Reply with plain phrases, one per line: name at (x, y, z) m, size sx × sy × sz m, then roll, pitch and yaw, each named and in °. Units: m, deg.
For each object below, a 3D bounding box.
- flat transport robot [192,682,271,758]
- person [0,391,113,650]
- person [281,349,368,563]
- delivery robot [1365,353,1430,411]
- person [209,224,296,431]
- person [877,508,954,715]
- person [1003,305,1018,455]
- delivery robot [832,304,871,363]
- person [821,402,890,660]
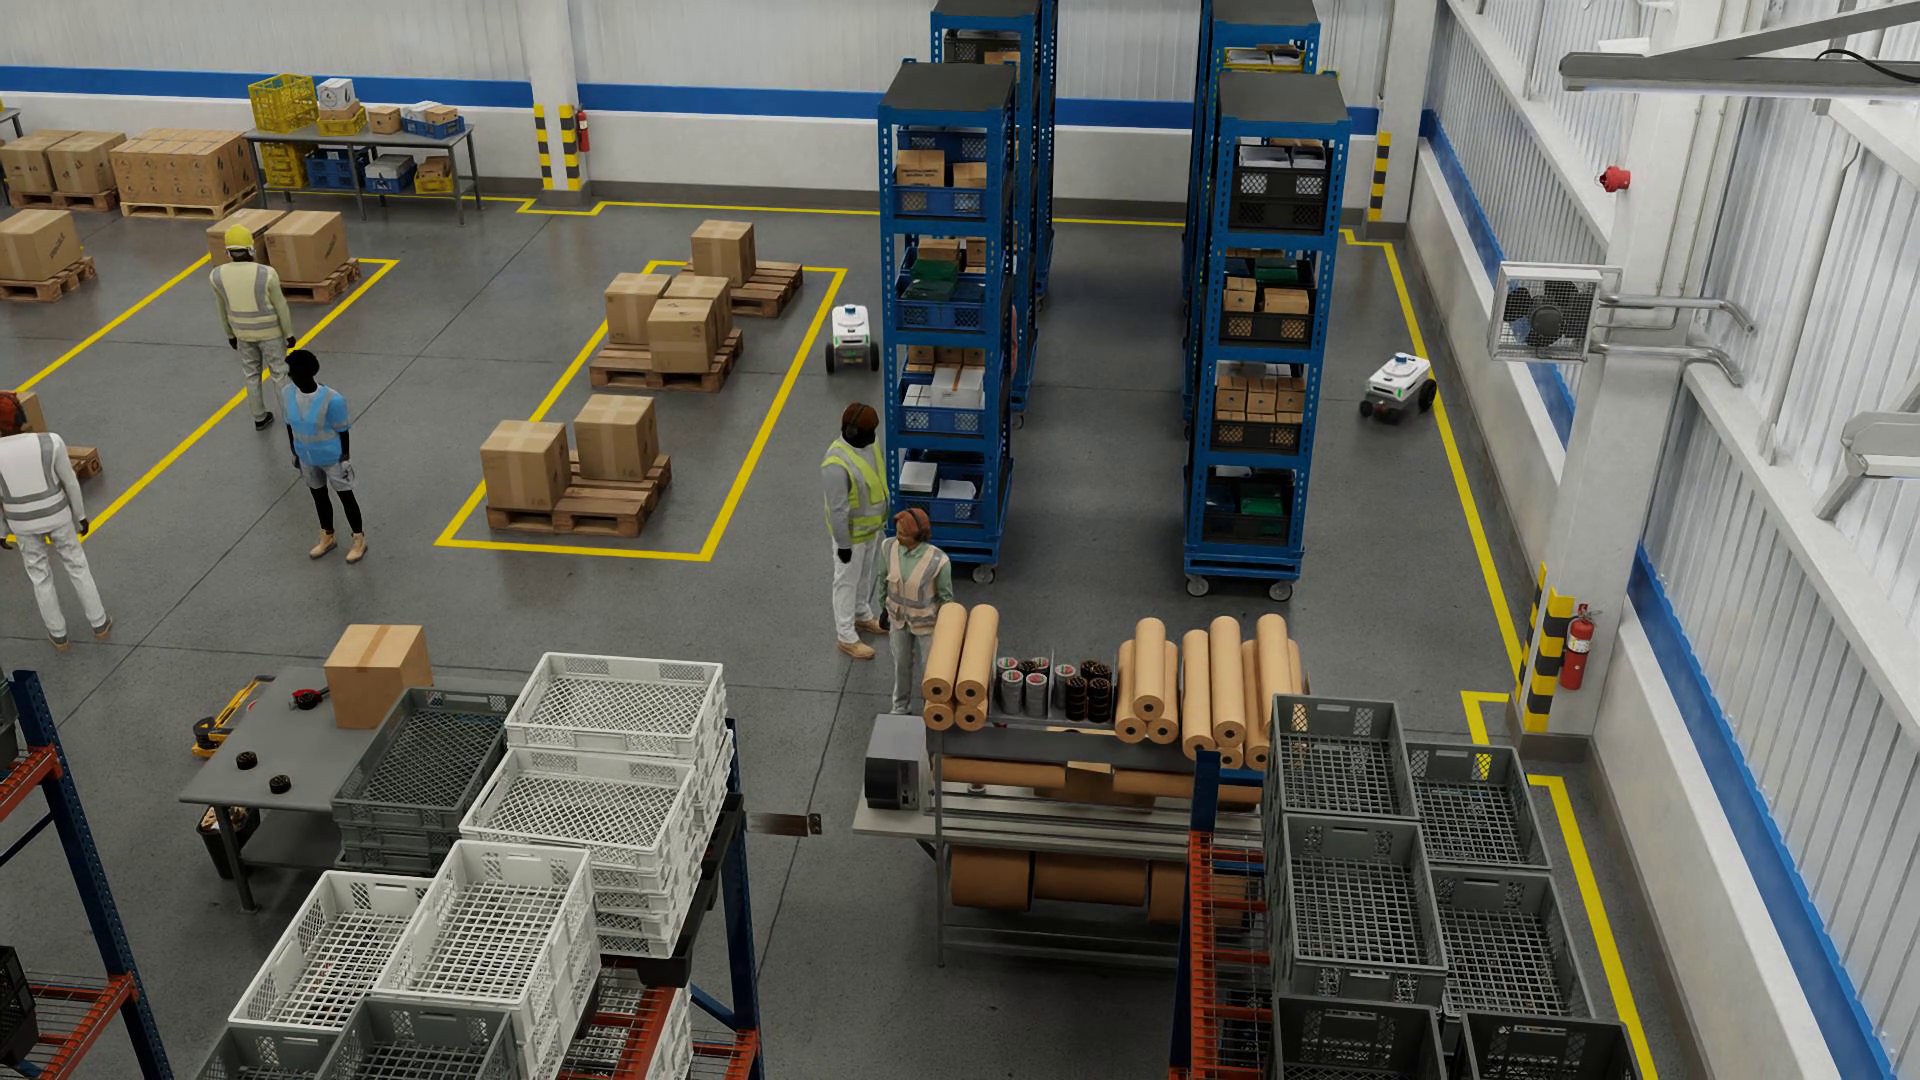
flat transport robot at (-4.089, 1.163, 10.648) m, size 1.431 × 0.197 × 0.652 m, roll 3°, pitch 30°, yaw 6°
person at (-6.232, -0.125, 11.271) m, size 0.574 × 1.881 × 0.358 m, roll -15°, pitch 33°, yaw -24°
person at (-4.723, -0.625, 12.311) m, size 0.535 × 1.697 × 0.318 m, roll 8°, pitch 31°, yaw 13°
delivery robot at (3.874, -1.416, 14.708) m, size 0.477 × 0.478 × 0.707 m, roll 20°, pitch 36°, yaw 30°
person at (-5.989, -1.797, 14.207) m, size 0.598 × 1.826 × 0.403 m, roll 2°, pitch 30°, yaw 3°
person at (-0.281, 0.515, 10.411) m, size 0.523 × 1.636 × 0.310 m, roll 16°, pitch 34°, yaw 25°
person at (0.155, -1.345, 13.254) m, size 0.623 × 1.993 × 0.385 m, roll 17°, pitch 34°, yaw 27°
delivery robot at (-1.028, -1.983, 15.683) m, size 0.477 × 0.478 × 0.707 m, roll -2°, pitch 30°, yaw -4°
person at (-0.682, -0.089, 11.258) m, size 0.430 × 1.837 × 0.624 m, roll 11°, pitch 32°, yaw 18°
